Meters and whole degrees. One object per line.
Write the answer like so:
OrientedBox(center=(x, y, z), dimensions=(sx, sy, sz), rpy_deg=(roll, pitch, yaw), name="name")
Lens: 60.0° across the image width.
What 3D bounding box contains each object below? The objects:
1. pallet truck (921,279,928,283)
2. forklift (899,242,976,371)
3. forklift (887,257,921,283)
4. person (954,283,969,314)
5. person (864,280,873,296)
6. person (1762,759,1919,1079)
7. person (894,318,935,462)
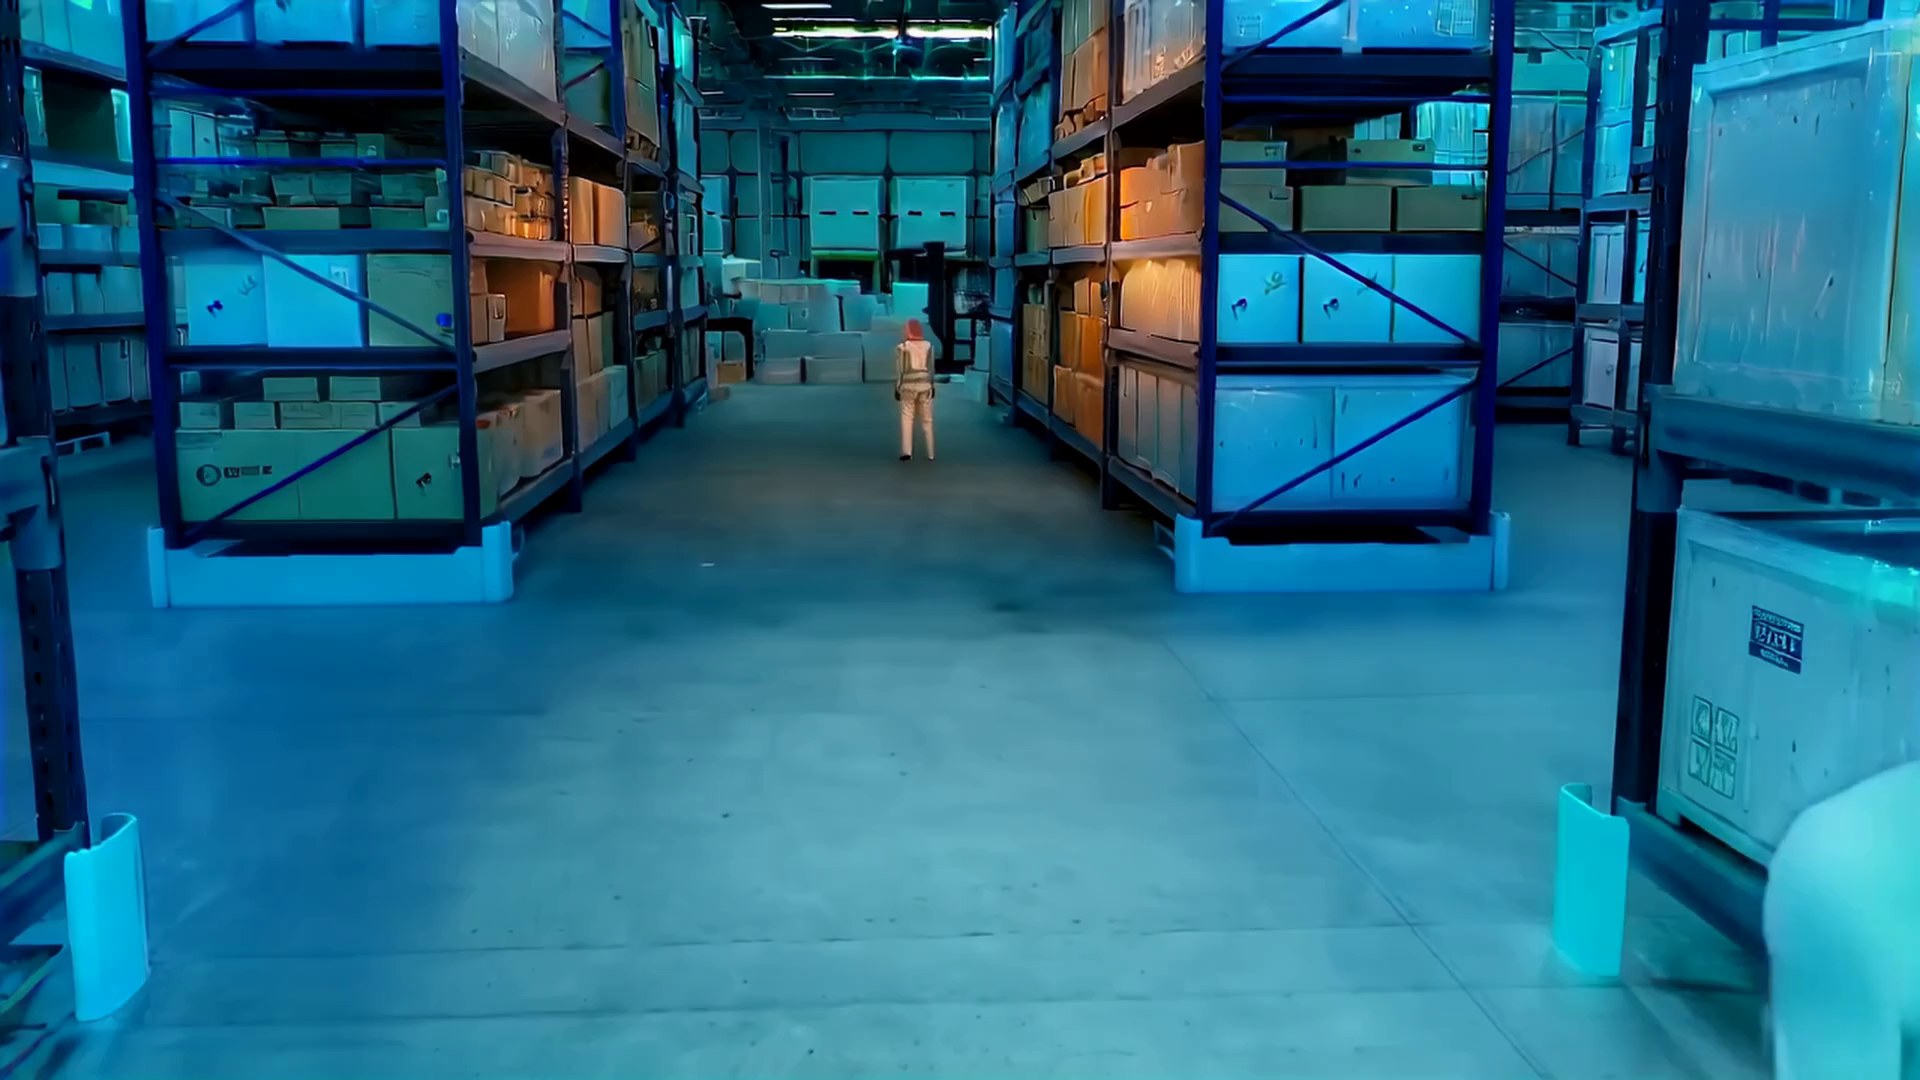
OrientedBox(center=(-0.932, -8.922, 63.114), dimensions=(1.885, 1.965, 0.823), rpy_deg=(2, 9, 13), name="pallet truck")
OrientedBox(center=(-0.549, -5.100, 36.353), dimensions=(1.873, 2.768, 1.129), rpy_deg=(-1, 9, -4), name="forklift")
OrientedBox(center=(-1.475, -6.327, 44.060), dimensions=(1.129, 2.768, 1.873), rpy_deg=(-1, 9, -4), name="forklift")
OrientedBox(center=(-0.004, -8.213, 59.143), dimensions=(0.579, 1.855, 0.876), rpy_deg=(5, 10, 26), name="person")
OrientedBox(center=(-3.178, -8.048, 57.810), dimensions=(0.362, 1.938, 0.631), rpy_deg=(-2, 9, -14), name="person")
OrientedBox(center=(1.098, 0.889, 1.635), dimensions=(0.615, 1.949, 0.958), rpy_deg=(-1, 9, -8), name="person")
OrientedBox(center=(-0.510, -1.697, 18.909), dimensions=(0.512, 1.629, 0.316), rpy_deg=(-5, 10, -29), name="person")
